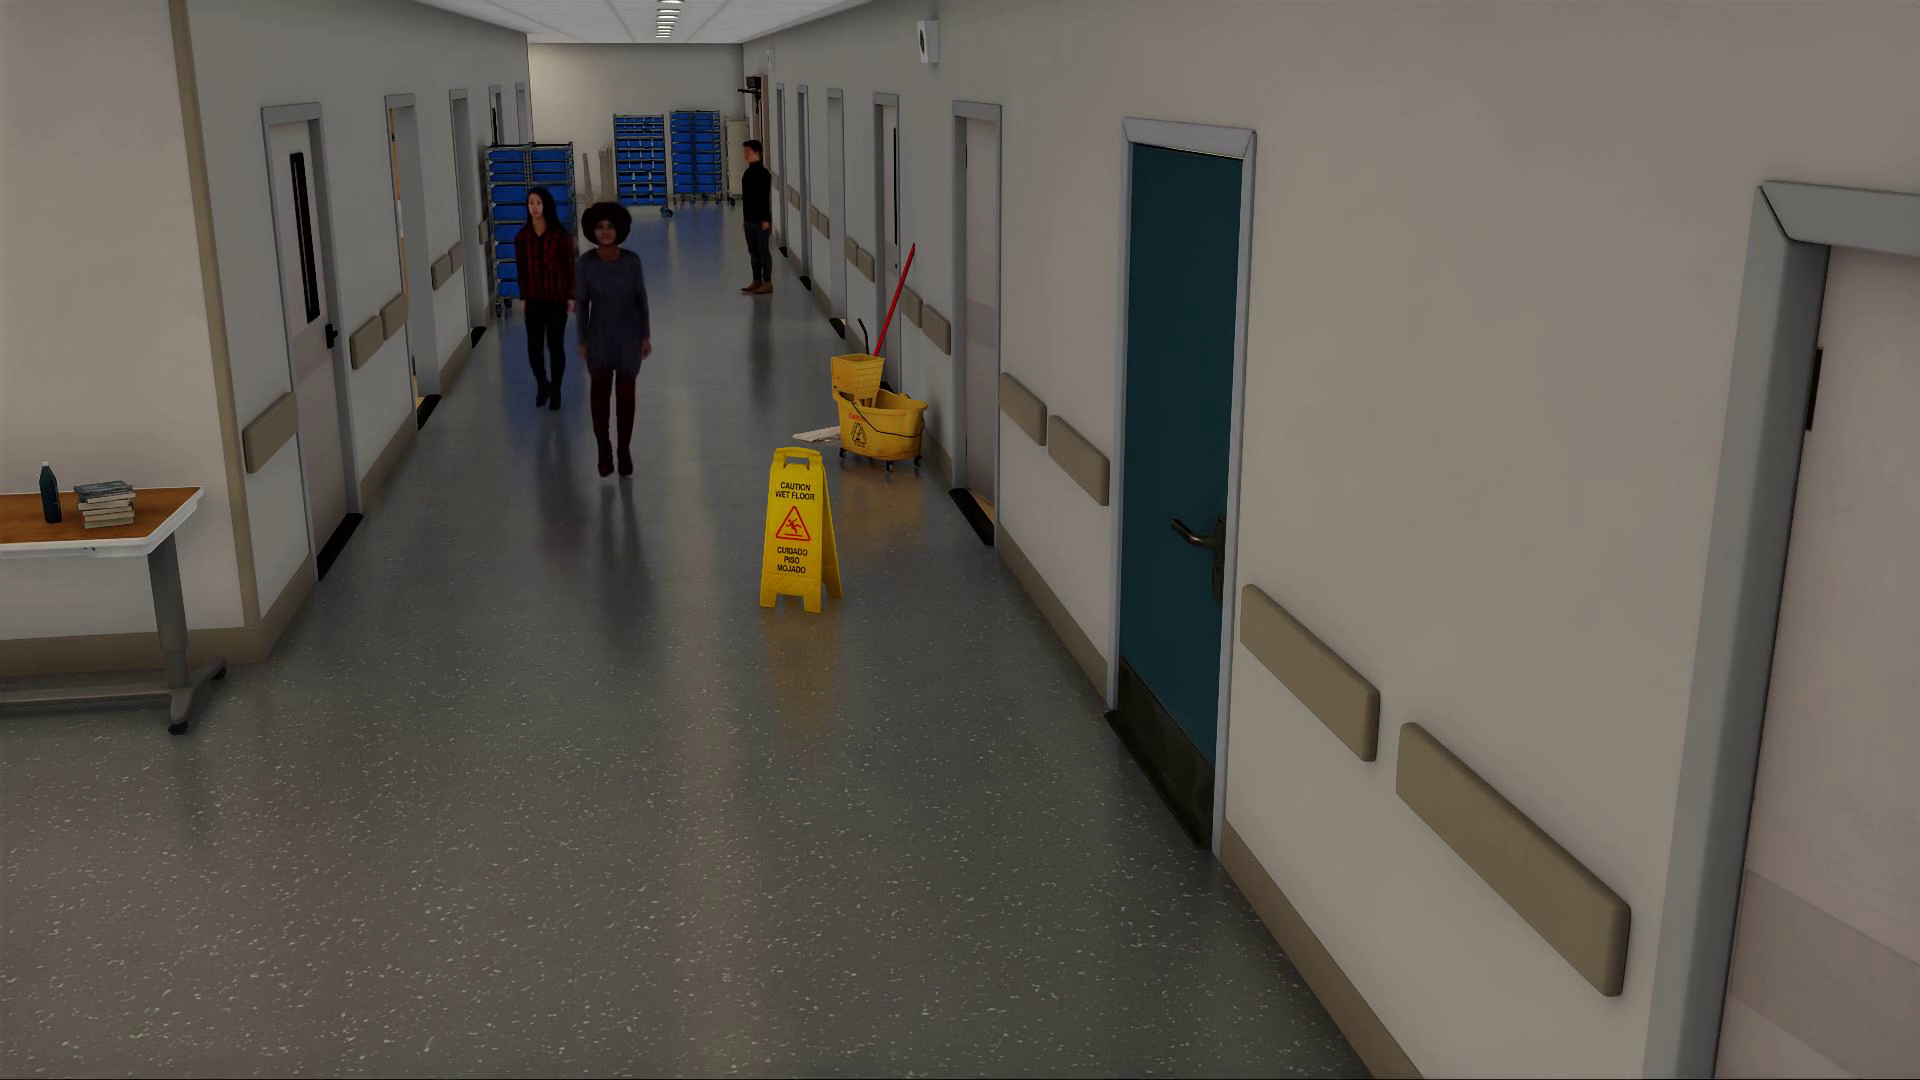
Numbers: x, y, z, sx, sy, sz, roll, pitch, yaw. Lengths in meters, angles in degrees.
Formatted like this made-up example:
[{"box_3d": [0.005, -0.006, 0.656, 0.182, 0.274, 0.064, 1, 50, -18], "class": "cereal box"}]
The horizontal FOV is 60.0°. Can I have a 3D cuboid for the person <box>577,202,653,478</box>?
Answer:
[{"box_3d": [-2.155, -1.245, 10.370, 0.619, 1.699, 0.628, -5, 16, -17], "class": "person"}]

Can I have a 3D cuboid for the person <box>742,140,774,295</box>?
[{"box_3d": [-2.324, -3.708, 19.065, 0.780, 1.723, 0.646, -12, 20, -36], "class": "person"}]

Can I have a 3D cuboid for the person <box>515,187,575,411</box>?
[{"box_3d": [-3.074, -1.803, 12.445, 0.595, 1.647, 0.570, -1, 16, -5], "class": "person"}]
